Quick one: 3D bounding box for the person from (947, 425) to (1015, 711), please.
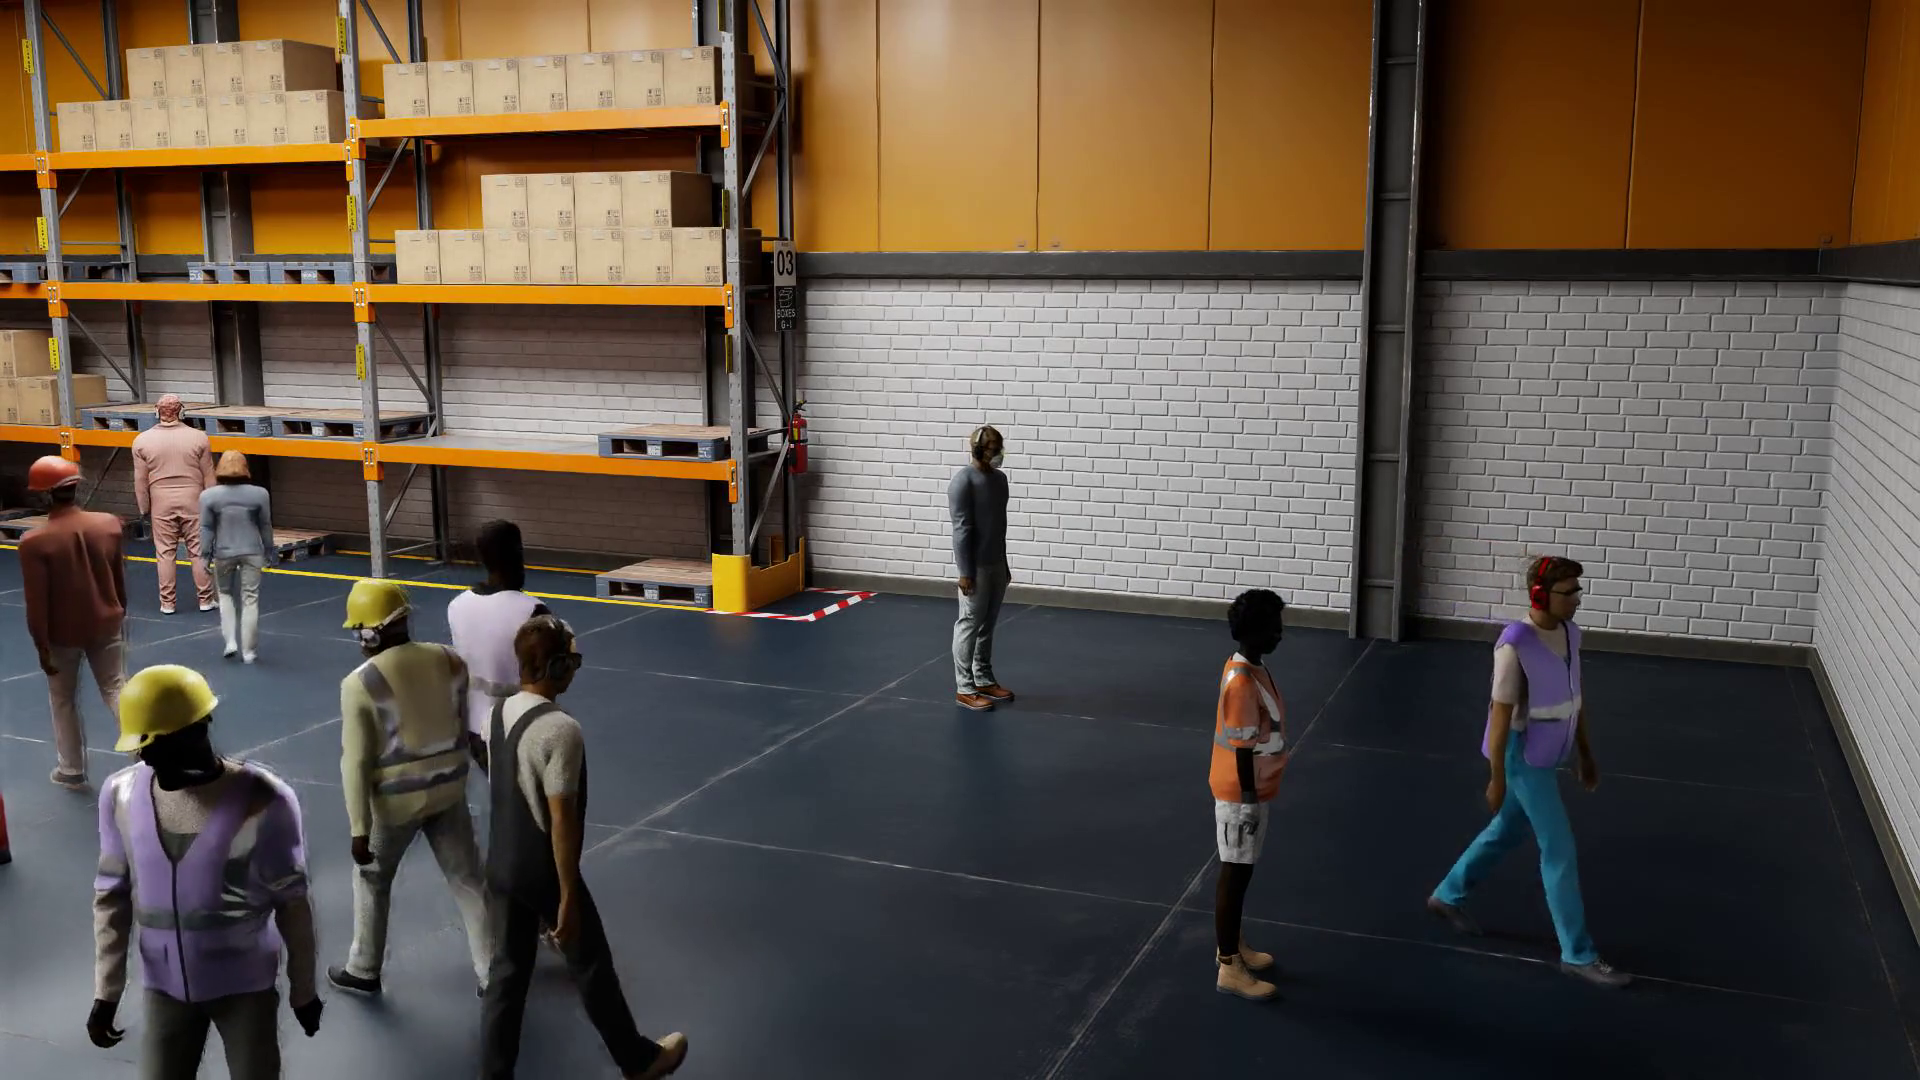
[{"bbox_3d":[0.158,0.180,11.363,0.372,1.939,0.631,5,11,29],"label":"person"}]

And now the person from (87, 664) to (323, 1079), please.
[{"bbox_3d":[-2.195,1.270,4.871,0.594,1.894,0.548,1,9,4],"label":"person"}]

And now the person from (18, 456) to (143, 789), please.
[{"bbox_3d":[-4.916,0.499,9.377,0.896,1.961,0.625,7,12,36],"label":"person"}]

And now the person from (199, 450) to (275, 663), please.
[{"bbox_3d":[-5.497,0.119,12.676,0.520,1.616,0.474,-4,10,-22],"label":"person"}]

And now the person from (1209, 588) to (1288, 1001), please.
[{"bbox_3d":[1.196,1.035,6.914,0.318,1.696,0.533,2,10,11],"label":"person"}]

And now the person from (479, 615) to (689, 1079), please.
[{"bbox_3d":[-1.361,1.155,5.856,0.565,1.803,0.867,8,12,40],"label":"person"}]

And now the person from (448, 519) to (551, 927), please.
[{"bbox_3d":[-2.012,0.859,7.364,0.610,1.896,0.474,7,12,35],"label":"person"}]

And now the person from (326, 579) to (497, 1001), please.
[{"bbox_3d":[-2.211,1.031,6.731,0.836,1.782,0.617,8,12,39],"label":"person"}]

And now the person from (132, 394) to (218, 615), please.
[{"bbox_3d":[-6.765,-0.304,14.389,0.638,1.910,0.407,-4,10,-21],"label":"person"}]

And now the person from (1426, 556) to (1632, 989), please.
[{"bbox_3d":[2.461,0.939,7.185,0.958,1.804,0.590,8,13,42],"label":"person"}]

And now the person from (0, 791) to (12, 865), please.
[{"bbox_3d":[-5.011,0.781,8.279,0.533,1.760,0.343,9,13,43],"label":"person"}]
